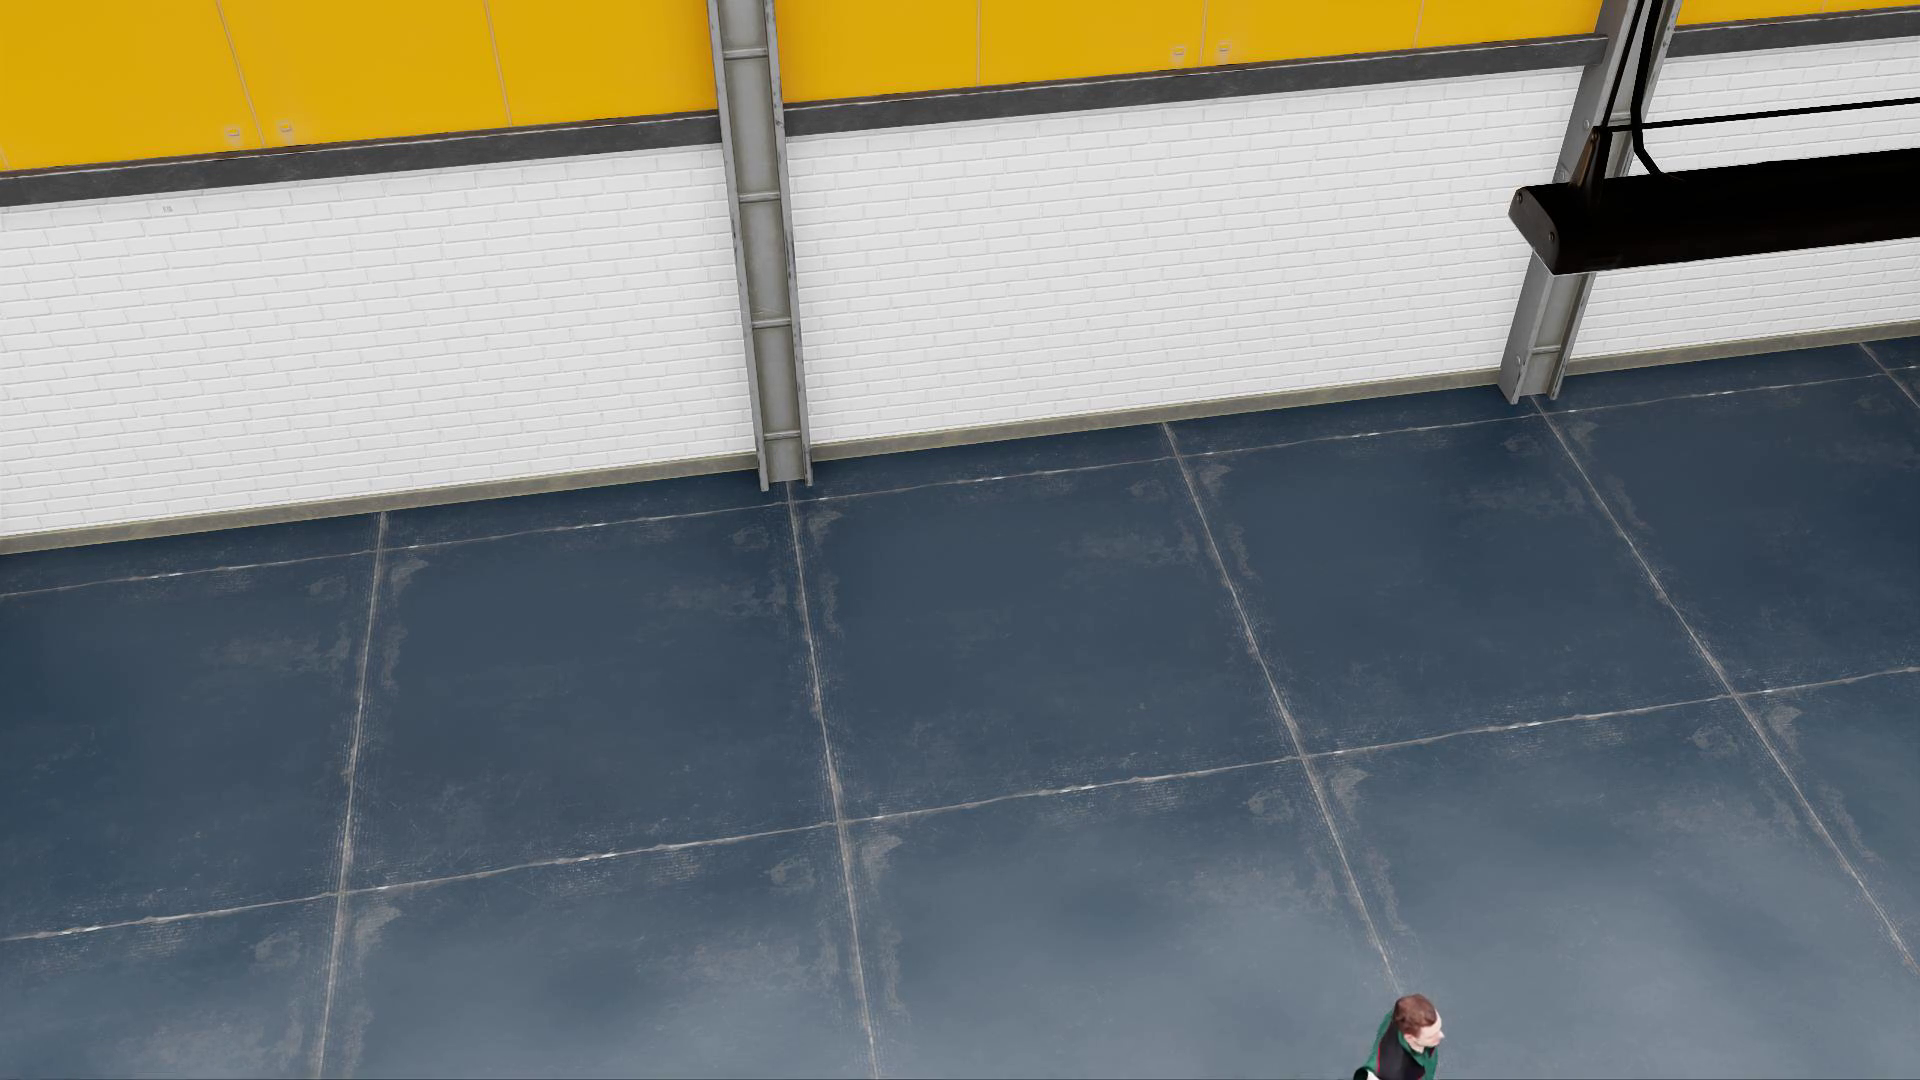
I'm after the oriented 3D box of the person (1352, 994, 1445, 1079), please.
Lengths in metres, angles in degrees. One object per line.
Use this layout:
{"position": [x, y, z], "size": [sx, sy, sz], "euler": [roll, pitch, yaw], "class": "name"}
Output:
{"position": [1.993, 2.687, 8.015], "size": [1.072, 1.826, 0.986], "euler": [23, 48, 22], "class": "person"}
